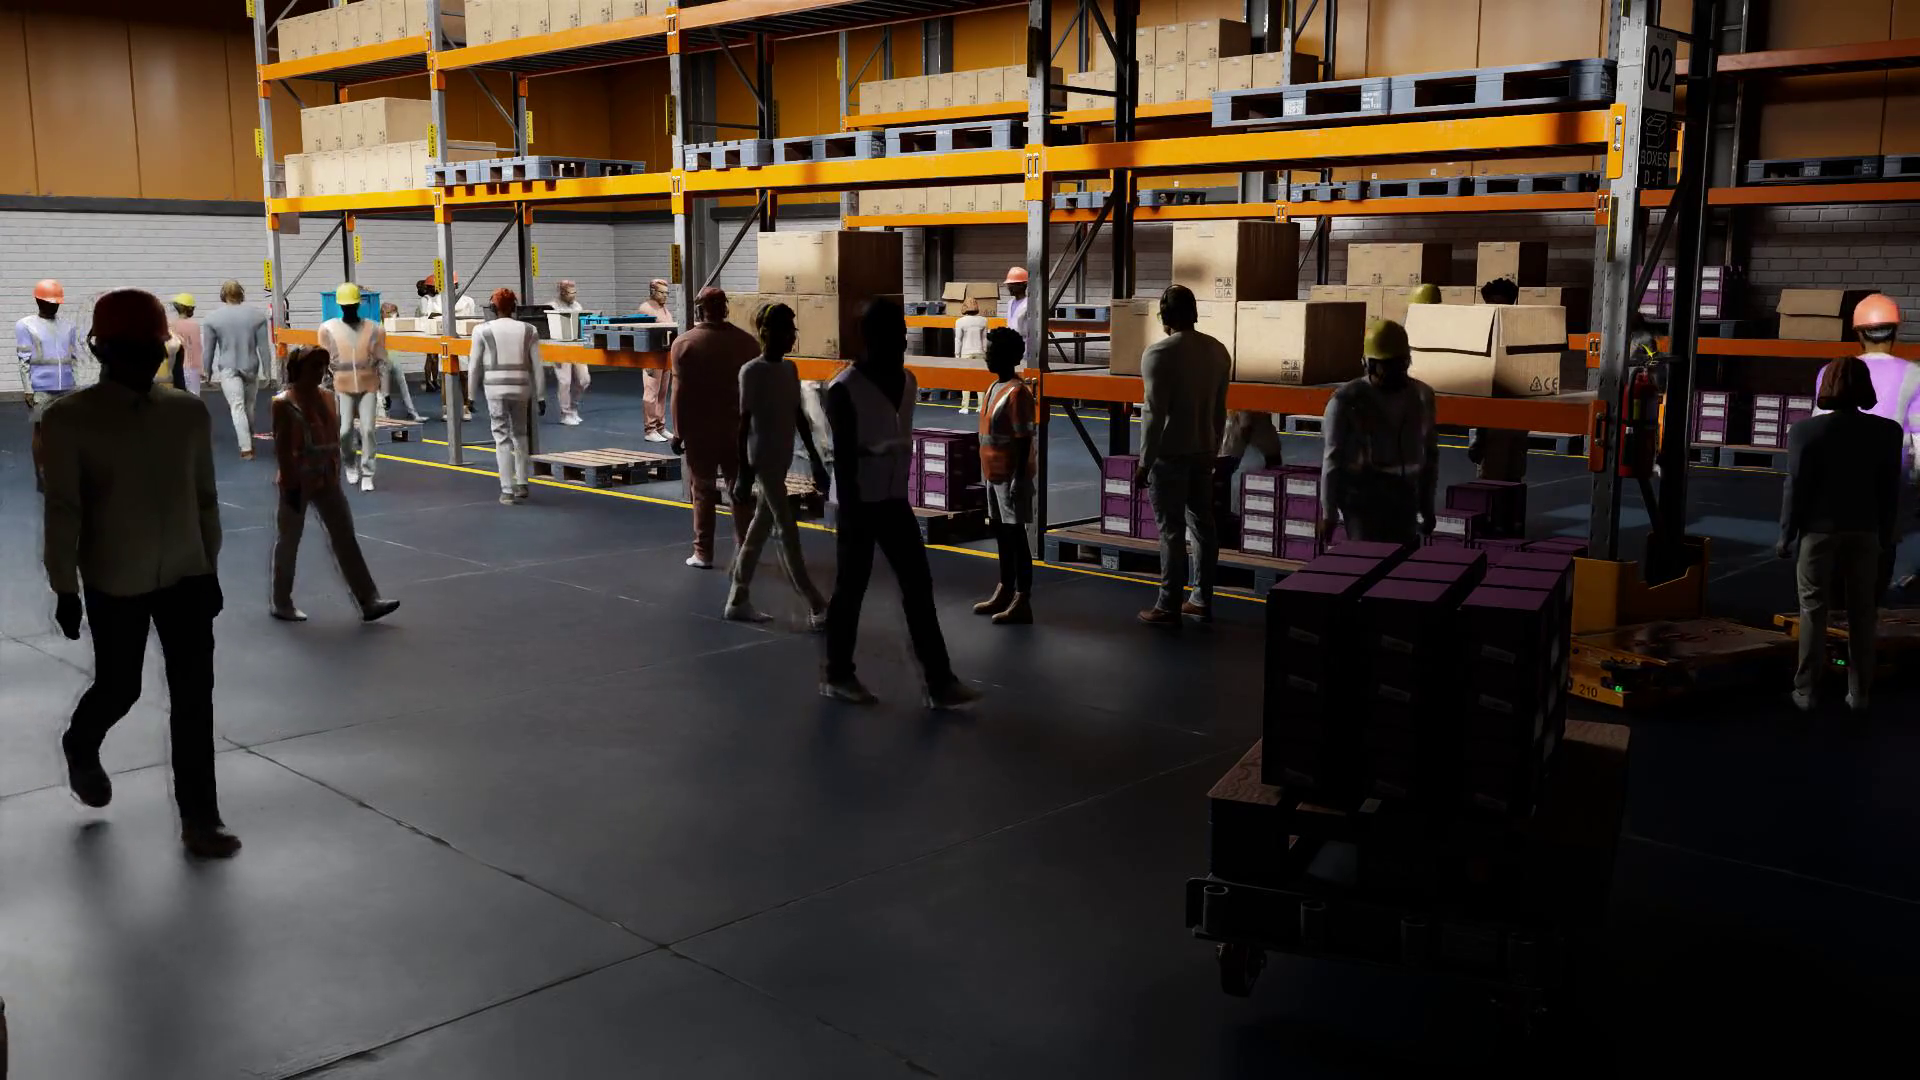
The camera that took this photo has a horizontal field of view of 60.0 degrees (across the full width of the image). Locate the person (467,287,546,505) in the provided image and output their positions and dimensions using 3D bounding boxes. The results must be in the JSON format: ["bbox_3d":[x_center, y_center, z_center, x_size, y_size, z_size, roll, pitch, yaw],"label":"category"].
[{"bbox_3d":[-3.936,-1.248,14.412,0.611,1.862,0.622,-6,11,-31],"label":"person"}]

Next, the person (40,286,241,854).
[{"bbox_3d":[-2.907,0.097,5.838,0.837,1.970,0.631,7,11,36],"label":"person"}]

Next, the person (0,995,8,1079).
[{"bbox_3d":[-1.450,0.817,2.046,0.526,1.768,0.331,-1,9,-6],"label":"person"}]

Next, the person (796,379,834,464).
[{"bbox_3d":[-1.488,-1.598,17.365,0.529,1.590,0.867,-9,13,-43],"label":"person"}]

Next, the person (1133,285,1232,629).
[{"bbox_3d":[1.242,-0.465,9.395,0.627,1.934,0.372,-7,12,-36],"label":"person"}]

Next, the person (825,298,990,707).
[{"bbox_3d":[-0.281,-0.140,7.533,0.925,1.881,0.628,7,12,36],"label":"person"}]

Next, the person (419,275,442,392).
[{"bbox_3d":[-8.635,-3.389,27.350,0.385,1.929,0.540,2,9,10],"label":"person"}]

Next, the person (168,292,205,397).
[{"bbox_3d":[-9.032,-1.991,19.309,0.536,1.755,0.509,5,10,27],"label":"person"}]

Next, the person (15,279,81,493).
[{"bbox_3d":[-8.238,-1.397,15.115,0.372,1.930,0.543,5,11,30],"label":"person"}]

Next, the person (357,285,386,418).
[{"bbox_3d":[-7.639,-2.301,21.010,0.801,1.809,0.646,0,9,1],"label":"person"}]

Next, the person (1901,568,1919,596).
[{"bbox_3d":[5.680,-0.405,9.345,0.431,1.826,0.529,5,10,28],"label":"person"}]

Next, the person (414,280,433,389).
[{"bbox_3d":[-8.965,-3.451,28.001,0.430,1.838,0.619,-3,10,-16],"label":"person"}]

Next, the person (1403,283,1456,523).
[{"bbox_3d":[3.659,-1.078,13.237,0.584,1.912,0.465,-2,10,-14],"label":"person"}]

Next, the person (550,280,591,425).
[{"bbox_3d":[-5.053,-2.406,21.450,0.407,1.882,0.674,5,11,30],"label":"person"}]

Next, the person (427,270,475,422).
[{"bbox_3d":[-6.716,-2.570,22.018,0.602,2.035,0.422,-3,10,-17],"label":"person"}]

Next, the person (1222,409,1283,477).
[{"bbox_3d":[2.236,-0.925,12.344,0.982,1.884,0.574,9,13,43],"label":"person"}]

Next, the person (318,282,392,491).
[{"bbox_3d":[-5.529,-1.396,15.193,0.628,1.904,0.549,-3,10,-19],"label":"person"}]

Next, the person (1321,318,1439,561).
[{"bbox_3d":[2.036,-0.211,8.295,0.614,1.799,0.739,-3,10,-16],"label":"person"}]

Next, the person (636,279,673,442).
[{"bbox_3d":[-3.537,-2.108,19.571,0.406,1.902,0.639,2,10,13],"label":"person"}]

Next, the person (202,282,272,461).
[{"bbox_3d":[-7.721,-1.803,17.747,0.647,1.878,1.036,-6,11,-32],"label":"person"}]

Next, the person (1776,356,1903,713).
[{"bbox_3d":[3.994,-0.021,7.587,0.502,1.632,0.284,1,9,8],"label":"person"}]

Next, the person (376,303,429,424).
[{"bbox_3d":[-7.239,-2.215,21.181,0.865,1.589,0.509,4,10,24],"label":"person"}]

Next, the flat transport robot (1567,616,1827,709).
[{"bbox_3d":[3.474,0.575,8.098,1.431,0.197,0.652,-5,10,-27],"label":"flat transport robot"}]

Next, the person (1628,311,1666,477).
[{"bbox_3d":[6.597,-1.451,16.150,0.434,1.699,0.619,-5,10,-26],"label":"person"}]

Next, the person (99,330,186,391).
[{"bbox_3d":[-6.654,-1.092,13.631,0.856,1.817,0.634,8,12,39],"label":"person"}]

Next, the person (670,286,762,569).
[{"bbox_3d":[-1.659,-0.758,11.276,0.652,1.904,0.403,-5,10,-27],"label":"person"}]

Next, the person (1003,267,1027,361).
[{"bbox_3d":[0.694,-2.200,19.697,0.392,2.041,0.615,-5,11,-29],"label":"person"}]

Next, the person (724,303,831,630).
[{"bbox_3d":[-0.957,-0.403,9.339,0.952,1.820,0.544,4,10,24],"label":"person"}]

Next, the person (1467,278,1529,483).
[{"bbox_3d":[3.554,-0.733,10.951,0.601,1.961,0.372,-9,13,-43],"label":"person"}]

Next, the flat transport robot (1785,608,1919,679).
[{"bbox_3d":[4.881,0.506,8.519,1.431,0.197,0.652,-3,10,-15],"label":"flat transport robot"}]

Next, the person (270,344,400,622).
[{"bbox_3d":[-3.626,-0.302,9.414,0.865,1.587,0.545,4,10,25],"label":"person"}]

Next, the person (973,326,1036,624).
[{"bbox_3d":[0.261,-0.371,9.538,0.316,1.695,0.542,-3,10,-18],"label":"person"}]

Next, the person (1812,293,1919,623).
[{"bbox_3d":[4.724,-0.324,8.658,0.572,1.911,0.893,6,11,31],"label":"person"}]

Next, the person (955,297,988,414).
[{"bbox_3d":[0.160,-2.576,23.283,0.498,1.629,0.274,-4,10,-21],"label":"person"}]
